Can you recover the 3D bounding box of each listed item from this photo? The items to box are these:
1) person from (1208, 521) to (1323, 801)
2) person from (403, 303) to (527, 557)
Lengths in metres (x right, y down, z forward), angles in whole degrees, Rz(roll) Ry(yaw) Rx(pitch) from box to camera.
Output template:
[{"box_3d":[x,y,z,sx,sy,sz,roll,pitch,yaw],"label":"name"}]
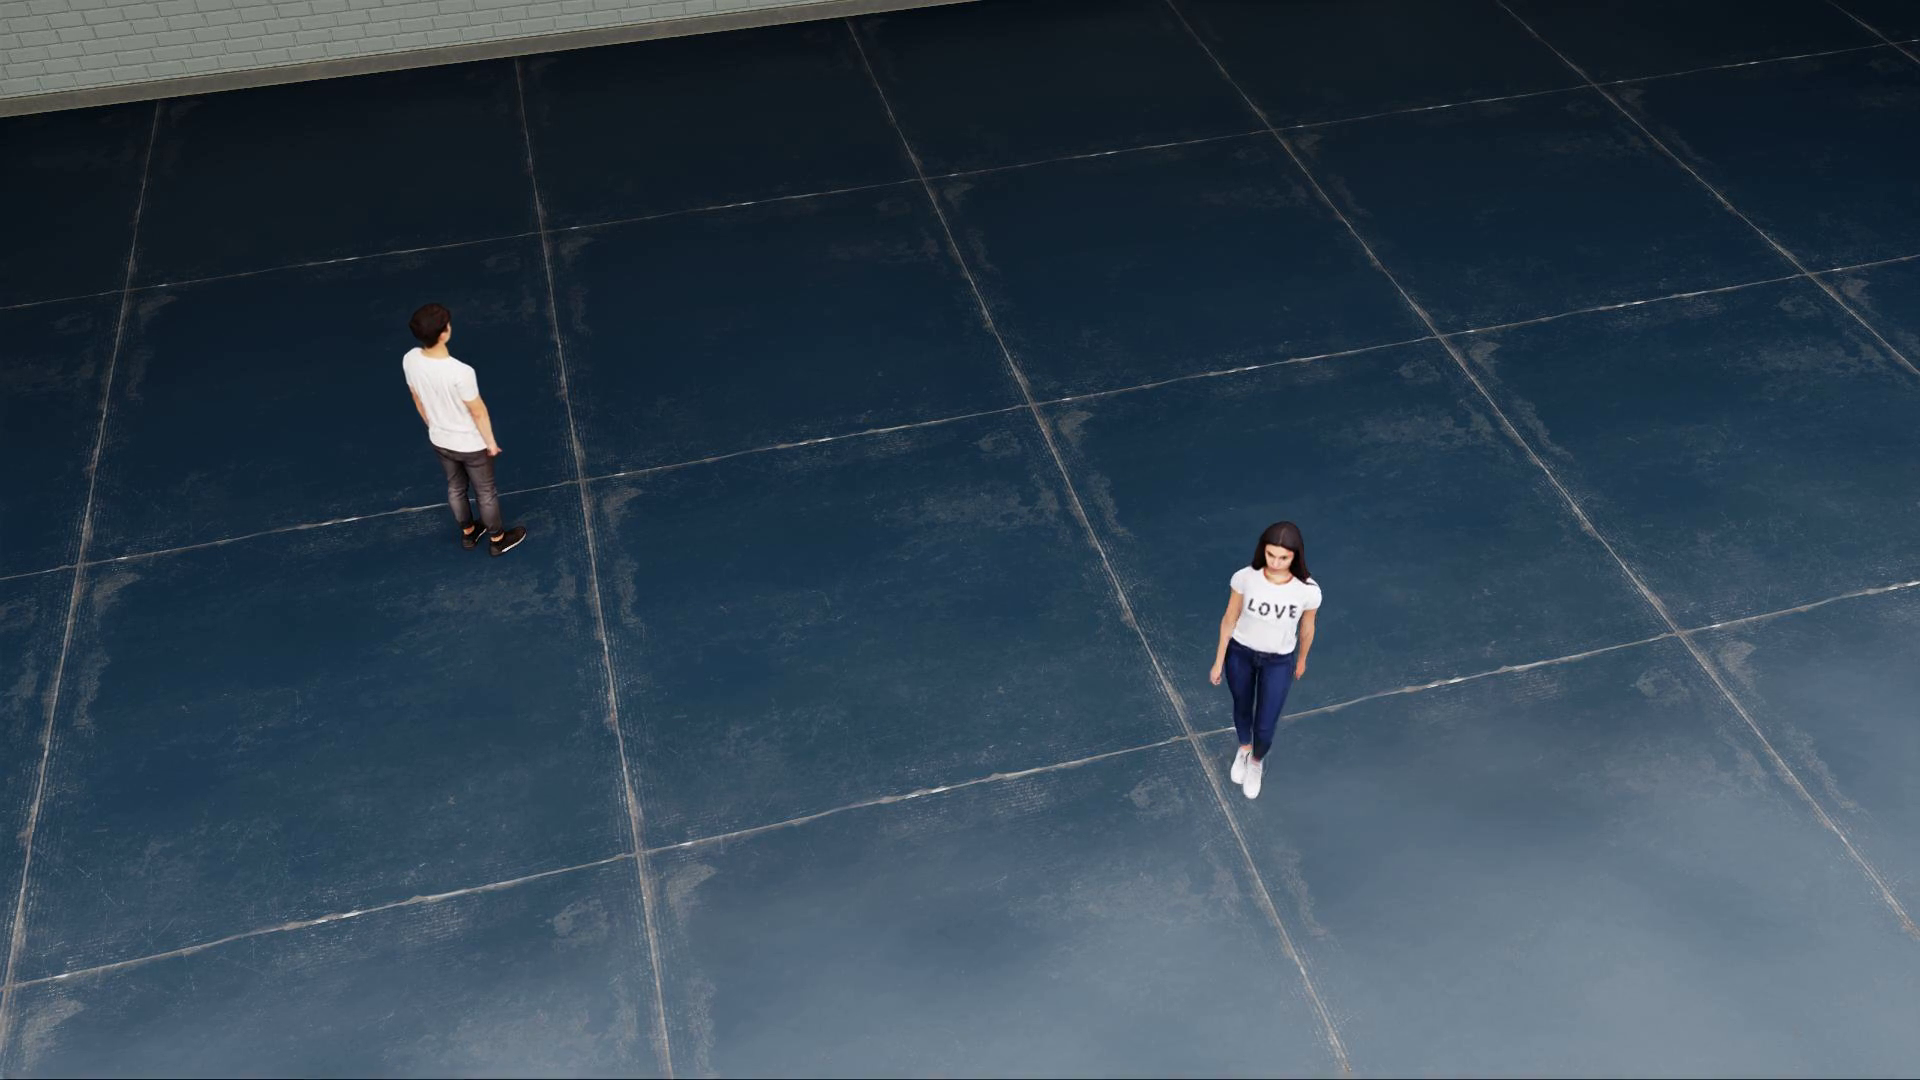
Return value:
[{"box_3d":[1.514,0.546,8.311,0.723,1.763,0.767,15,45,15],"label":"person"},{"box_3d":[-2.900,-0.623,9.592,0.701,1.722,0.741,17,46,18],"label":"person"}]
